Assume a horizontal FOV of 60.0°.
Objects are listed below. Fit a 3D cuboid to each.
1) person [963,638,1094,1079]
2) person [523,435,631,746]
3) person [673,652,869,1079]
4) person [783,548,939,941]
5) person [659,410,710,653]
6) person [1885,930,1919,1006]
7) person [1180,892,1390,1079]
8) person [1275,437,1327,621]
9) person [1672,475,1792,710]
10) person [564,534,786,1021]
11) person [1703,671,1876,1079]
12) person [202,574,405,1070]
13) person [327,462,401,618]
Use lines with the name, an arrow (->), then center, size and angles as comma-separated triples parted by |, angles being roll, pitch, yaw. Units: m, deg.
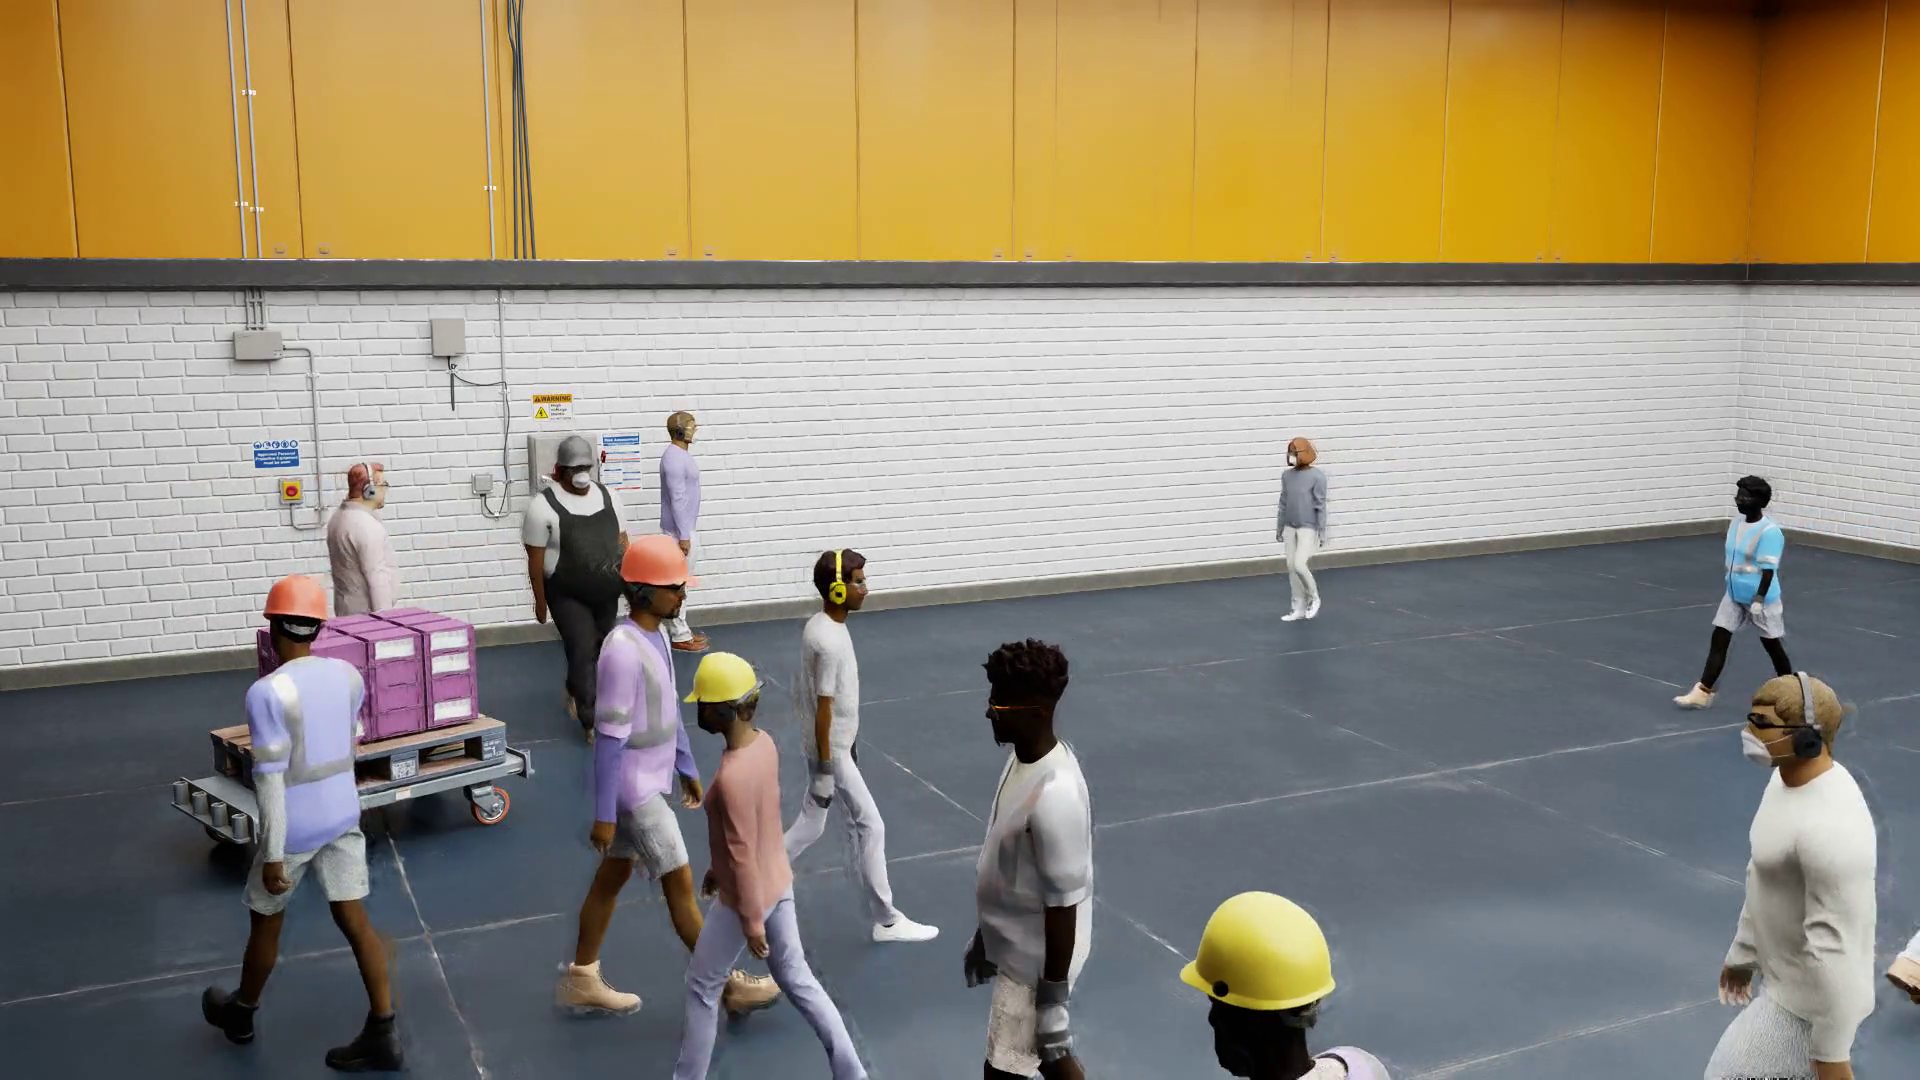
person -> 0.205, 1.250, 5.134 | 0.591, 1.960, 0.624 | 0, 9, -3
person -> -2.507, 0.264, 10.932 | 0.674, 2.000, 0.989 | -8, 12, -42
person -> -0.723, 1.238, 5.888 | 0.873, 1.722, 0.505 | 2, 9, 11
person -> -0.613, 0.932, 7.454 | 0.941, 1.832, 0.535 | -2, 9, -9
person -> -2.214, -0.069, 13.314 | 0.372, 1.940, 0.631 | -1, 9, -9
person -> 4.208, 1.076, 6.627 | 0.832, 1.811, 0.635 | 0, 9, 0
person -> 0.606, 1.588, 3.095 | 0.483, 1.913, 0.611 | 8, 12, 42
person -> 2.924, -0.082, 14.390 | 0.349, 1.614, 0.523 | -6, 11, -35
person -> 5.417, 0.379, 11.424 | 0.867, 1.648, 0.547 | -2, 9, -9
person -> -1.167, 0.973, 6.685 | 1.026, 1.990, 0.629 | 0, 9, -1
person -> 2.338, 1.313, 4.791 | 0.619, 1.917, 0.642 | 4, 10, 24
person -> -2.536, 1.077, 6.391 | 0.985, 1.874, 0.573 | 4, 10, 24
person -> -3.632, 0.469, 10.133 | 0.463, 1.894, 0.658 | -6, 11, -32
